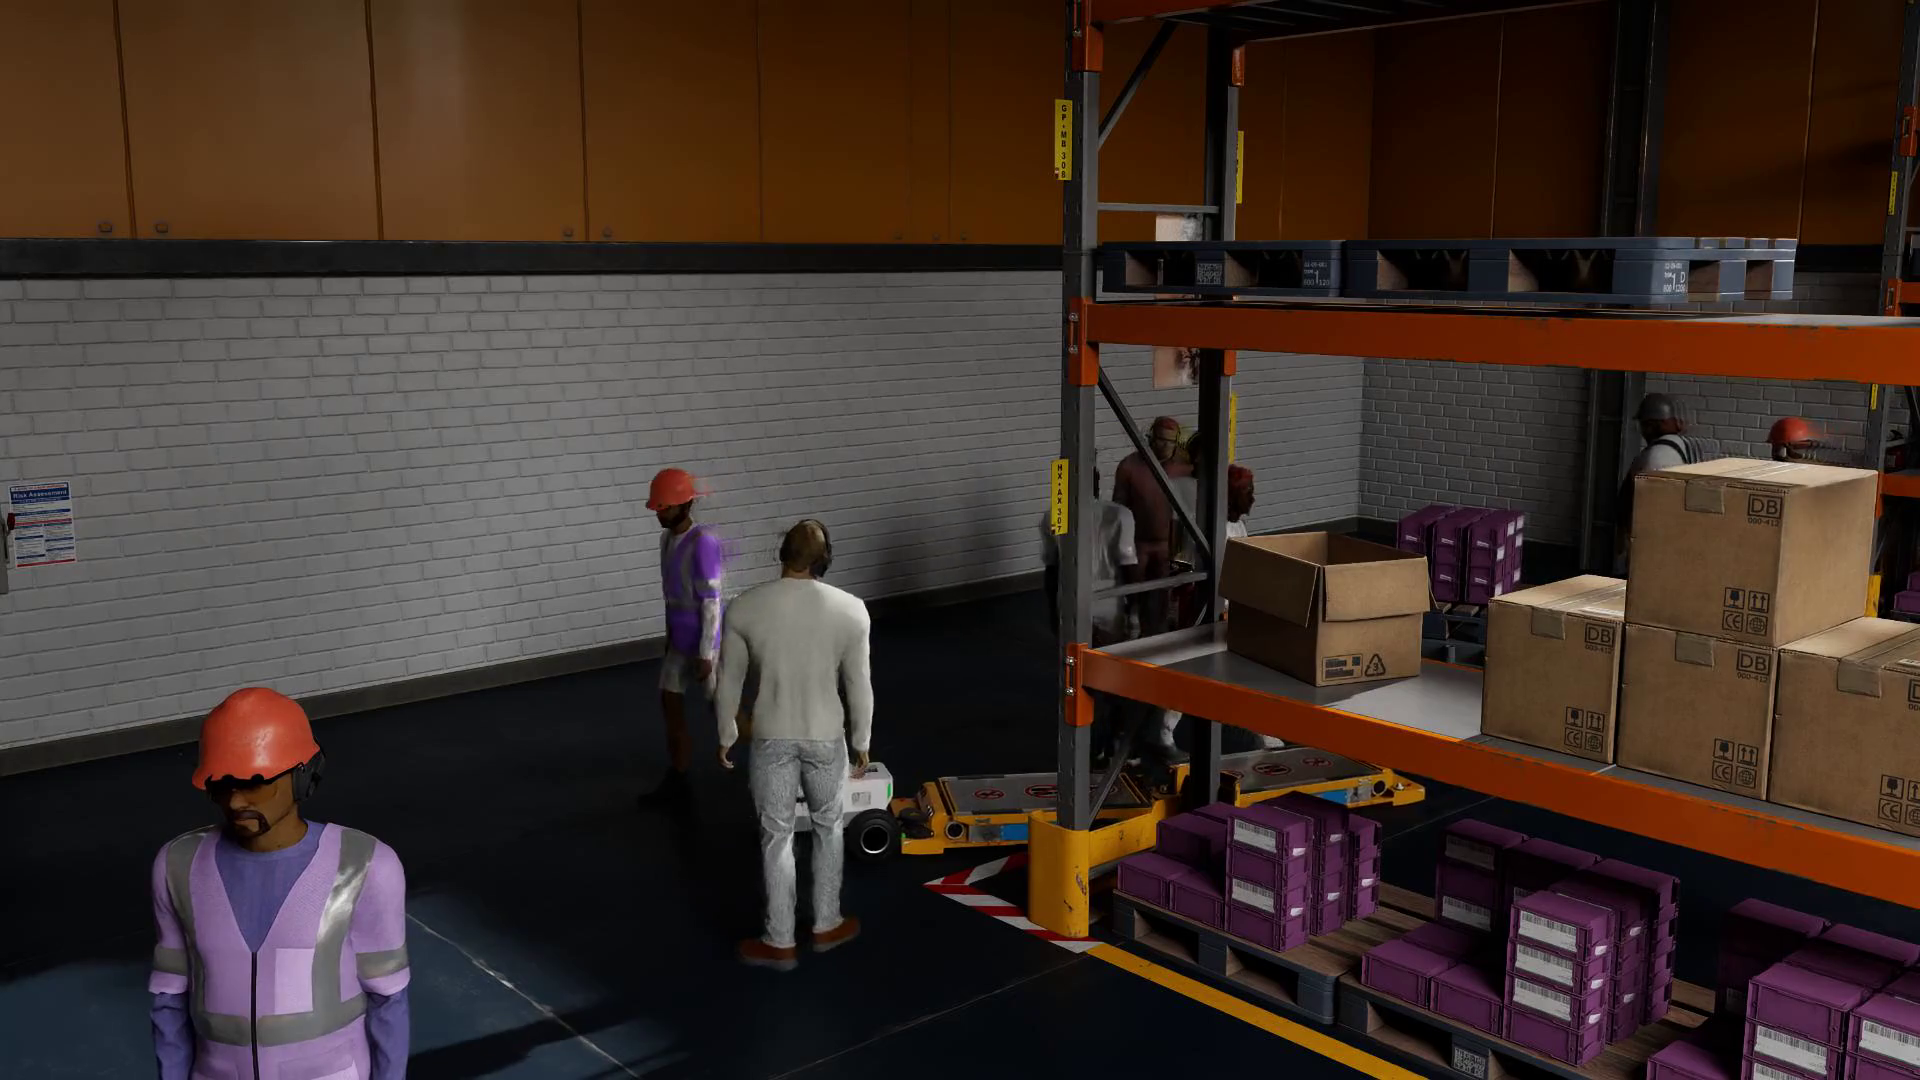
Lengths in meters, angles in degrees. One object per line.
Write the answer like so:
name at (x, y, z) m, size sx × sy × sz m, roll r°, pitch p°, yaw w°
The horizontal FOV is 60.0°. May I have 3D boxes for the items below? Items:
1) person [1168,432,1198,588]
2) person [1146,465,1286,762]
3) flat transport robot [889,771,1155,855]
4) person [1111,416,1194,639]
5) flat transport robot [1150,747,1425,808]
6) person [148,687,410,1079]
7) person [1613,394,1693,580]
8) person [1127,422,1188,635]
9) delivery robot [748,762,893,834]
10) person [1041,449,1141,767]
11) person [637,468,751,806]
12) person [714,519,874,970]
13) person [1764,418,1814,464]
person at (1.641, 0.175, 11.453) m, size 0.528 × 1.837 × 0.594 m, roll -4°, pitch 10°, yaw -20°
person at (1.550, 0.470, 9.757) m, size 1.008 × 1.832 × 0.589 m, roll 6°, pitch 11°, yaw 31°
flat transport robot at (0.369, 1.419, 8.748) m, size 1.431 × 0.197 × 0.652 m, roll -1°, pitch 10°, yaw -8°
person at (1.433, 0.021, 12.228) m, size 0.751 × 1.873 × 0.478 m, roll 2°, pitch 10°, yaw 10°
flat transport robot at (1.784, 1.344, 9.187) m, size 1.431 × 0.197 × 0.652 m, roll -4°, pitch 11°, yaw -23°
person at (-1.623, 1.346, 3.991) m, size 0.608 × 2.044 × 0.371 m, roll 0°, pitch 10°, yaw -3°
person at (5.128, -0.120, 12.581) m, size 0.919 × 2.000 × 0.706 m, roll 8°, pitch 12°, yaw 38°
person at (1.685, -0.075, 13.216) m, size 0.902 × 1.719 × 0.545 m, roll -1°, pitch 10°, yaw -7°
delivery robot at (-0.710, 1.285, 8.427) m, size 0.707 × 0.478 × 0.477 m, roll -3°, pitch 10°, yaw -14°
person at (0.797, 0.390, 9.902) m, size 0.663 × 1.930 × 0.403 m, roll 6°, pitch 11°, yaw 31°
person at (-1.391, 0.530, 9.228) m, size 0.783 × 1.903 × 0.607 m, roll -6°, pitch 11°, yaw -32°
person at (-0.713, 0.875, 7.167) m, size 0.677 × 1.910 × 0.483 m, roll -1°, pitch 10°, yaw -8°
person at (5.423, 0.173, 11.056) m, size 0.656 × 1.968 × 0.715 m, roll -4°, pitch 10°, yaw -21°
